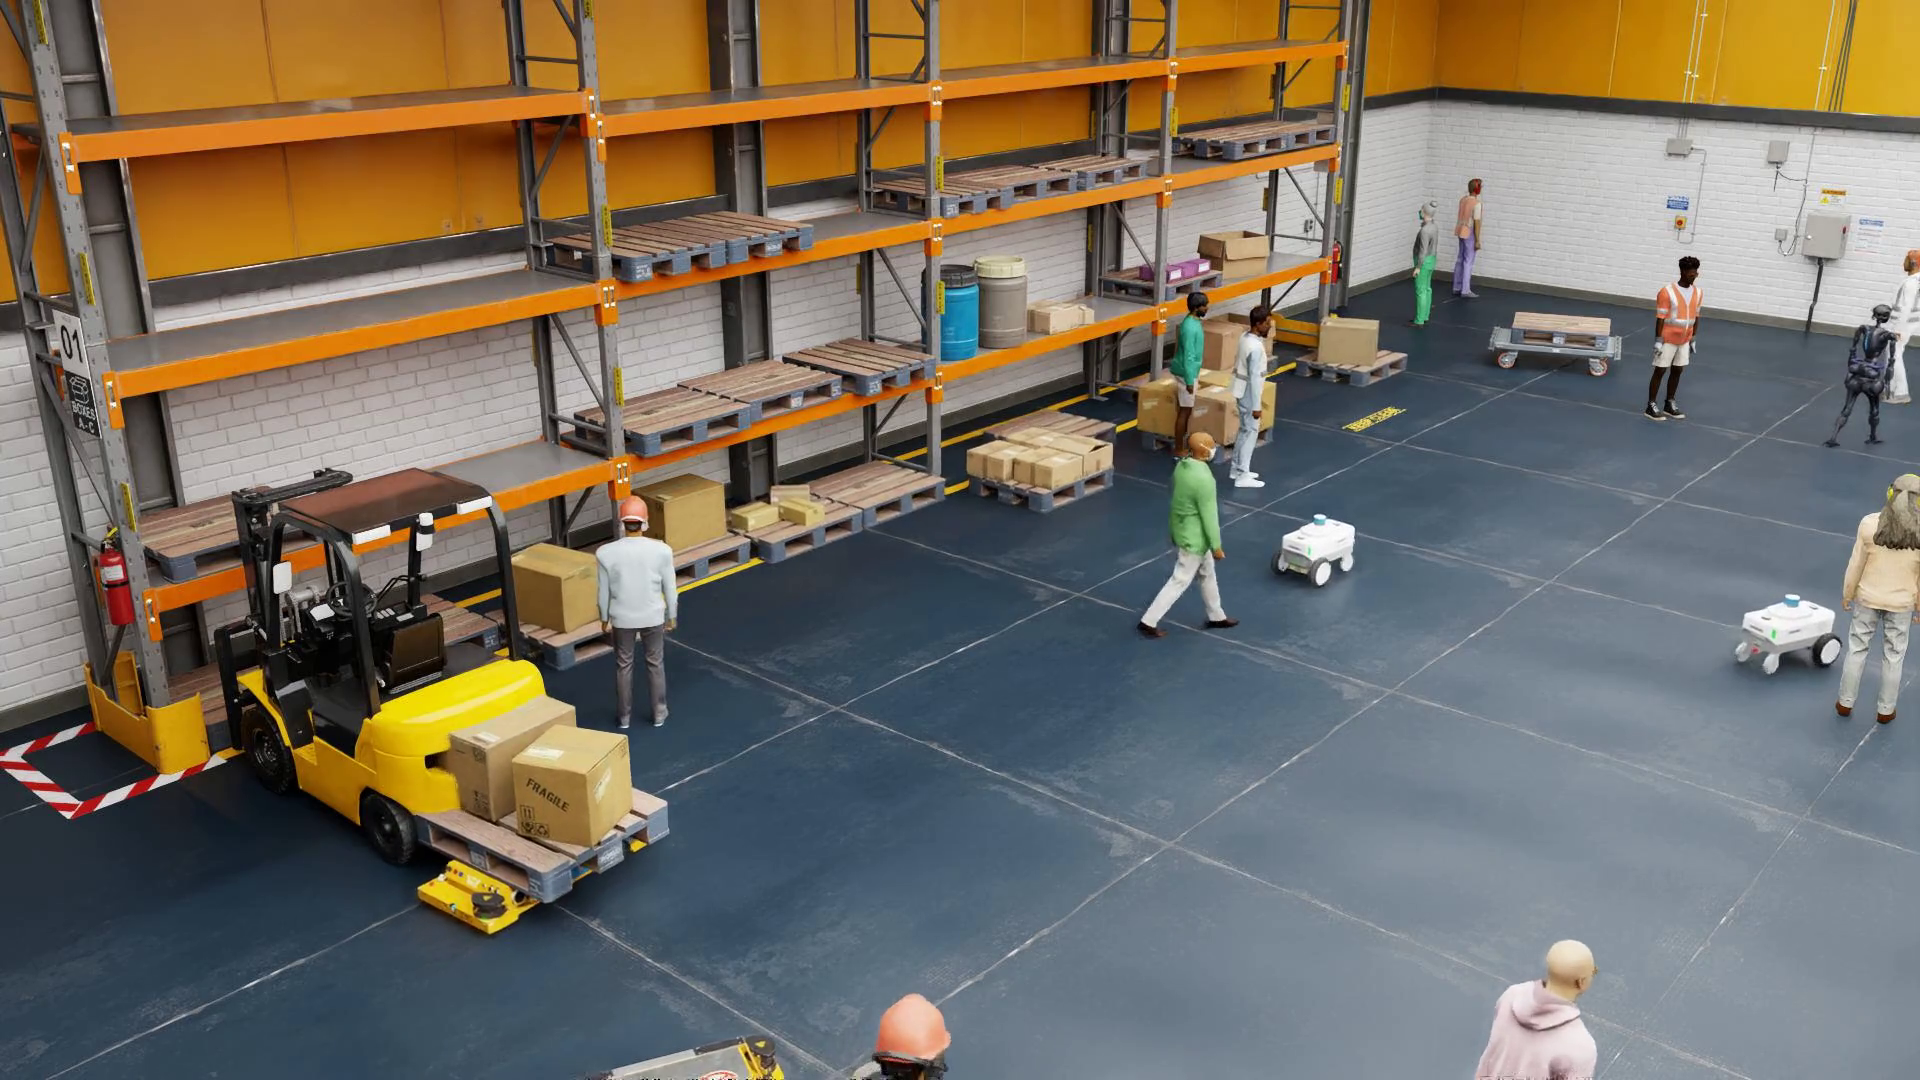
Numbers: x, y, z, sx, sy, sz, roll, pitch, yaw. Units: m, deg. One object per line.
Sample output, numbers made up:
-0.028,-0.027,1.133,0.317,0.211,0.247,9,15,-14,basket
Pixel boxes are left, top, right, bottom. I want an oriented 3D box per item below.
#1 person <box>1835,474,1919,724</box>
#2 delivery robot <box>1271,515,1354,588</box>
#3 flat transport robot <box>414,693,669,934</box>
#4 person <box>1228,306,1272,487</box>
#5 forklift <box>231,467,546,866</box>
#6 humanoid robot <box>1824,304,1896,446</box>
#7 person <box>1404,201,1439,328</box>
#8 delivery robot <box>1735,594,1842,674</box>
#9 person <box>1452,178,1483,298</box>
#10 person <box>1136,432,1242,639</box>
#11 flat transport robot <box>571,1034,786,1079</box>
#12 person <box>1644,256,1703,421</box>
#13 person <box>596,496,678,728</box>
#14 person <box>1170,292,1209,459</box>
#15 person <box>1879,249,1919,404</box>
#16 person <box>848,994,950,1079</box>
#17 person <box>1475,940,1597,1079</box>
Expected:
6.714,0.431,12.066,0.564,1.875,0.390,12,23,29,person
3.216,0.065,14.949,0.772,0.585,0.499,-17,26,-39,delivery robot
-2.569,1.939,10.297,0.659,0.231,1.431,14,24,33,flat transport robot
2.993,-1.482,17.211,0.402,1.906,0.596,-1,20,-2,person
-3.730,0.710,10.856,2.313,2.155,1.214,17,26,38,forklift
10.120,-1.833,18.573,0.791,1.637,0.583,-9,22,-24,humanoid robot
6.724,-4.008,24.146,0.336,1.839,0.518,12,23,30,person
6.548,0.715,13.173,0.750,0.575,0.499,-9,22,-23,delivery robot
7.980,-4.740,26.109,0.382,1.849,0.569,-5,21,-12,person
1.879,-0.033,13.523,0.944,1.741,0.542,-4,21,-12,person
-1.500,2.797,7.974,1.431,0.231,0.659,-9,22,-22,flat transport robot
8.416,-2.377,19.563,0.596,1.958,0.369,-6,21,-15,person
-2.322,0.523,12.009,0.573,1.740,0.350,-4,21,-10,person
2.493,-1.793,18.141,0.404,1.843,0.496,4,21,12,person
11.518,-2.592,20.282,0.403,1.889,0.601,15,25,36,person
-0.227,2.575,6.055,0.786,2.012,0.629,-12,23,-29,person
2.281,2.430,6.832,0.772,1.748,0.536,-5,21,-14,person
